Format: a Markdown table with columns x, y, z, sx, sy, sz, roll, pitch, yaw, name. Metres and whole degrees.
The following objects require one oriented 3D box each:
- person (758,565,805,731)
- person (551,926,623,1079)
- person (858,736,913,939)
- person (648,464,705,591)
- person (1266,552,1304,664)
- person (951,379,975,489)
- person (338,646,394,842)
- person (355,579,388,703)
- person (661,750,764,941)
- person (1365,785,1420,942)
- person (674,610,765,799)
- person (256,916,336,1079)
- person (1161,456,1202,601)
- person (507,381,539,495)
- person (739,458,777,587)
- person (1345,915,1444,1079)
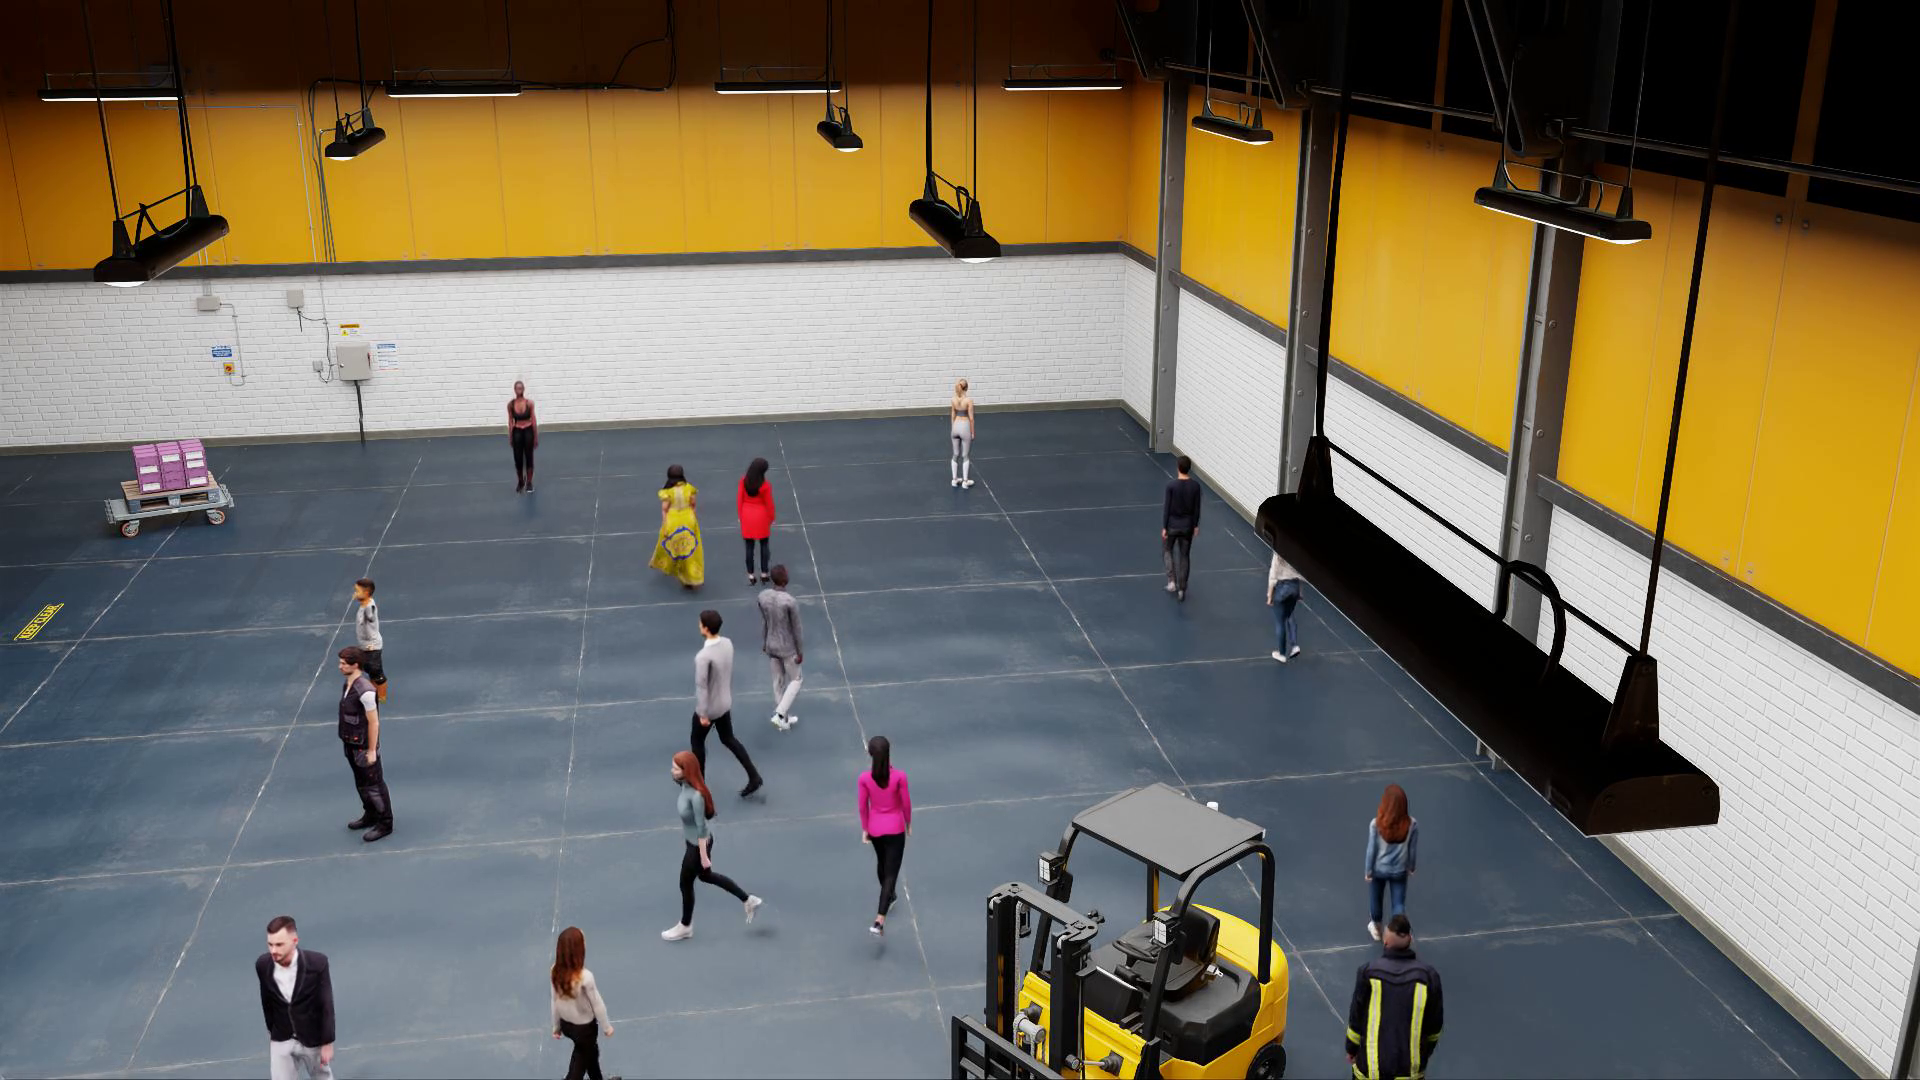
| x | y | z | sx | sy | sz | roll | pitch | yaw | name |
| --- | --- | --- | --- | --- | --- | --- | --- | --- | --- |
| -1.907 | 1.158 | 17.279 | 0.890 | 1.825 | 0.954 | 10 | 21 | 27 | person |
| -2.635 | 3.361 | 11.316 | 0.952 | 1.455 | 1.017 | 12 | 22 | 32 | person |
| -0.622 | 2.453 | 13.678 | 0.867 | 1.668 | 1.182 | 4 | 19 | 13 | person |
| -3.581 | -0.131 | 21.439 | 0.985 | 1.611 | 1.298 | -9 | 20 | -24 | person |
| 3.787 | 0.618 | 19.047 | 0.687 | 1.720 | 0.728 | -8 | 20 | -23 | person |
| 0.017 | -1.674 | 25.878 | 0.638 | 1.703 | 0.680 | 9 | 21 | 25 | person |
| -5.460 | 1.839 | 15.219 | 0.817 | 1.848 | 0.705 | -16 | 25 | -40 | person |
| -6.448 | 1.054 | 18.163 | 0.699 | 1.456 | 0.577 | -13 | 23 | -34 | person |
| -2.058 | 2.485 | 13.504 | 0.682 | 1.718 | 0.998 | -4 | 19 | -13 | person |
| 3.471 | 2.673 | 13.353 | 0.700 | 1.459 | 0.965 | 1 | 19 | 2 | person |
| -2.269 | 1.580 | 15.871 | 1.245 | 1.924 | 1.272 | 9 | 21 | 25 | person |
| -4.325 | 3.257 | 11.057 | 0.761 | 1.817 | 1.054 | -1 | 19 | -2 | person |
| 2.804 | -0.122 | 21.034 | 0.667 | 1.854 | 0.639 | -2 | 19 | -6 | person |
| -6.702 | -1.609 | 25.616 | 0.583 | 1.747 | 0.630 | -4 | 19 | -12 | person |
| -2.645 | -0.244 | 21.592 | 0.710 | 1.729 | 0.694 | -1 | 19 | -3 | person |
| 2.813 | 3.317 | 10.817 | 0.871 | 1.857 | 0.841 | 2 | 19 | 6 | person |
